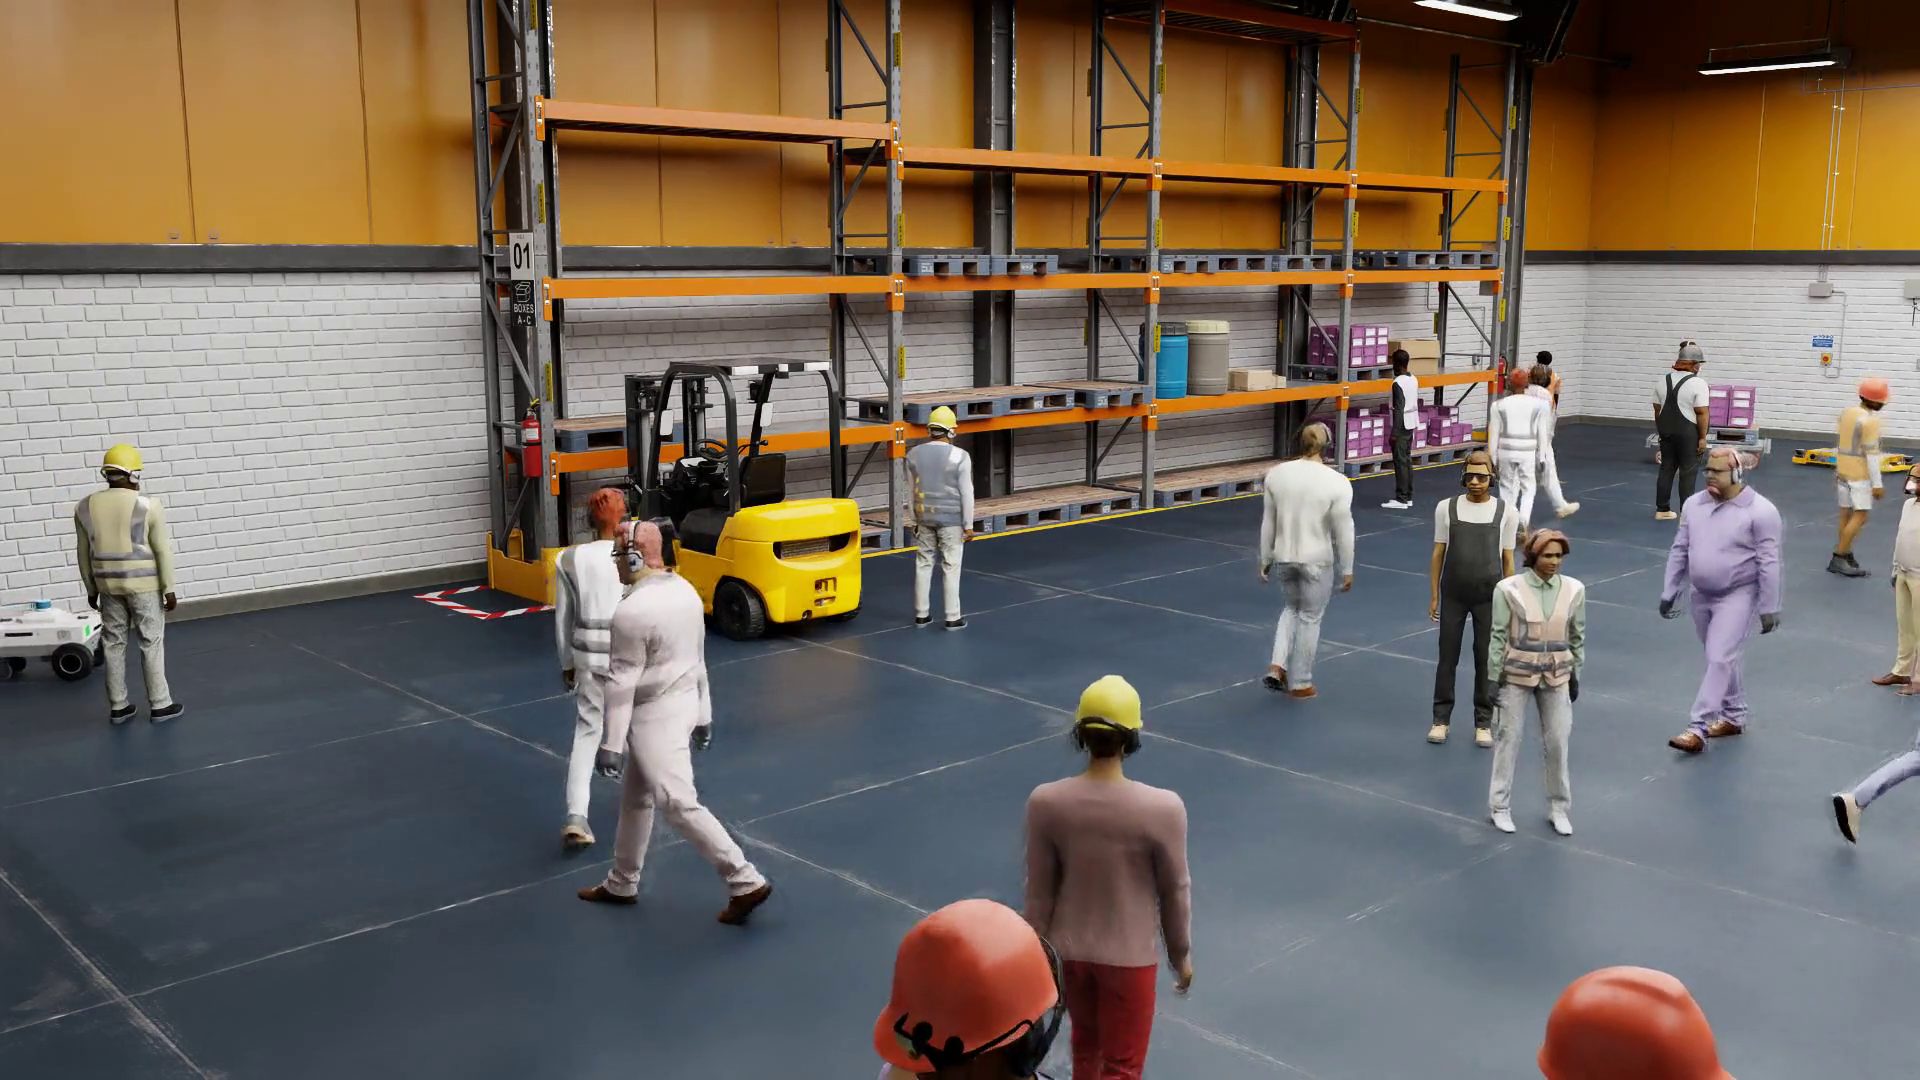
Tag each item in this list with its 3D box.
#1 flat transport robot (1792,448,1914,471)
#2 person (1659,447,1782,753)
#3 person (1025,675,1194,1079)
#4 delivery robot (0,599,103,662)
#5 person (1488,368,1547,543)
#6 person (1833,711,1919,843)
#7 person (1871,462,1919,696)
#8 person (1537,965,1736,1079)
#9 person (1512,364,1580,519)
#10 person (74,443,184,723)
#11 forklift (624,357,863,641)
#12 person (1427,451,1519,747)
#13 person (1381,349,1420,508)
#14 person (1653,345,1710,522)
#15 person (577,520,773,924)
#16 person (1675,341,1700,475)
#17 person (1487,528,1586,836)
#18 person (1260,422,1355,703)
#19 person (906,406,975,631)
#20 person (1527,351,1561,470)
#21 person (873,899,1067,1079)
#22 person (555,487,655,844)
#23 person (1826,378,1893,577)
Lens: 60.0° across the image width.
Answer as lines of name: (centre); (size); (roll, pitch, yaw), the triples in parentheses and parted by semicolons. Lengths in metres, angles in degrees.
flat transport robot: (12.810, -1.162, 23.854); (0.652, 0.197, 1.431); (-6, 12, -33)
person: (4.617, 0.364, 10.258); (0.931, 1.862, 0.669); (-5, 11, -25)
person: (0.422, 1.299, 5.176); (0.517, 1.732, 0.794); (5, 11, 26)
delivery robot: (-6.608, 0.671, 12.021); (0.707, 0.478, 0.477); (-2, 10, -10)
person: (5.832, -0.862, 17.418); (0.597, 1.869, 0.682); (3, 10, 16)
person: (4.885, 0.763, 8.305); (0.758, 1.742, 0.528); (1, 10, 6)
person: (6.625, 0.259, 11.542); (0.280, 1.636, 0.502); (0, 10, 1)
person: (1.027, 1.614, 2.725); (0.372, 1.939, 0.544); (5, 11, 29)
person: (6.696, -1.119, 19.132); (0.927, 1.794, 0.654); (-3, 10, -16)
person: (-5.396, 0.285, 10.828); (0.600, 1.827, 0.404); (0, 10, 1)
forklift: (-1.847, -0.414, 13.852); (1.214, 2.155, 2.313); (-9, 13, -42)
person: (3.173, 0.364, 10.321); (0.506, 1.846, 0.346); (3, 10, 19)
person: (5.343, -1.336, 20.072); (0.369, 1.913, 0.597); (6, 11, 31)
person: (8.292, -1.217, 19.003); (0.536, 2.000, 0.688); (-5, 11, -26)
person: (-1.317, 0.833, 7.573); (0.972, 1.863, 0.665); (2, 10, 12)
person: (10.066, -1.823, 23.058); (0.310, 1.868, 0.533); (5, 11, 29)
person: (3.020, 0.743, 8.737); (0.523, 1.629, 0.330); (0, 10, 0)
person: (2.363, 0.157, 11.286); (0.658, 1.924, 0.435); (8, 13, 40)
person: (-0.144, -0.175, 13.539); (0.589, 1.824, 0.403); (5, 11, 26)
person: (8.269, -1.842, 23.666); (0.541, 1.695, 0.315); (-2, 10, -12)
person: (0.135, 1.542, 2.939); (0.618, 2.012, 0.692); (9, 13, 42)
person: (-1.857, 0.644, 8.722); (0.589, 1.843, 0.989); (1, 10, 5)
person: (8.534, -0.601, 15.856); (0.499, 1.890, 0.686); (0, 10, 0)
